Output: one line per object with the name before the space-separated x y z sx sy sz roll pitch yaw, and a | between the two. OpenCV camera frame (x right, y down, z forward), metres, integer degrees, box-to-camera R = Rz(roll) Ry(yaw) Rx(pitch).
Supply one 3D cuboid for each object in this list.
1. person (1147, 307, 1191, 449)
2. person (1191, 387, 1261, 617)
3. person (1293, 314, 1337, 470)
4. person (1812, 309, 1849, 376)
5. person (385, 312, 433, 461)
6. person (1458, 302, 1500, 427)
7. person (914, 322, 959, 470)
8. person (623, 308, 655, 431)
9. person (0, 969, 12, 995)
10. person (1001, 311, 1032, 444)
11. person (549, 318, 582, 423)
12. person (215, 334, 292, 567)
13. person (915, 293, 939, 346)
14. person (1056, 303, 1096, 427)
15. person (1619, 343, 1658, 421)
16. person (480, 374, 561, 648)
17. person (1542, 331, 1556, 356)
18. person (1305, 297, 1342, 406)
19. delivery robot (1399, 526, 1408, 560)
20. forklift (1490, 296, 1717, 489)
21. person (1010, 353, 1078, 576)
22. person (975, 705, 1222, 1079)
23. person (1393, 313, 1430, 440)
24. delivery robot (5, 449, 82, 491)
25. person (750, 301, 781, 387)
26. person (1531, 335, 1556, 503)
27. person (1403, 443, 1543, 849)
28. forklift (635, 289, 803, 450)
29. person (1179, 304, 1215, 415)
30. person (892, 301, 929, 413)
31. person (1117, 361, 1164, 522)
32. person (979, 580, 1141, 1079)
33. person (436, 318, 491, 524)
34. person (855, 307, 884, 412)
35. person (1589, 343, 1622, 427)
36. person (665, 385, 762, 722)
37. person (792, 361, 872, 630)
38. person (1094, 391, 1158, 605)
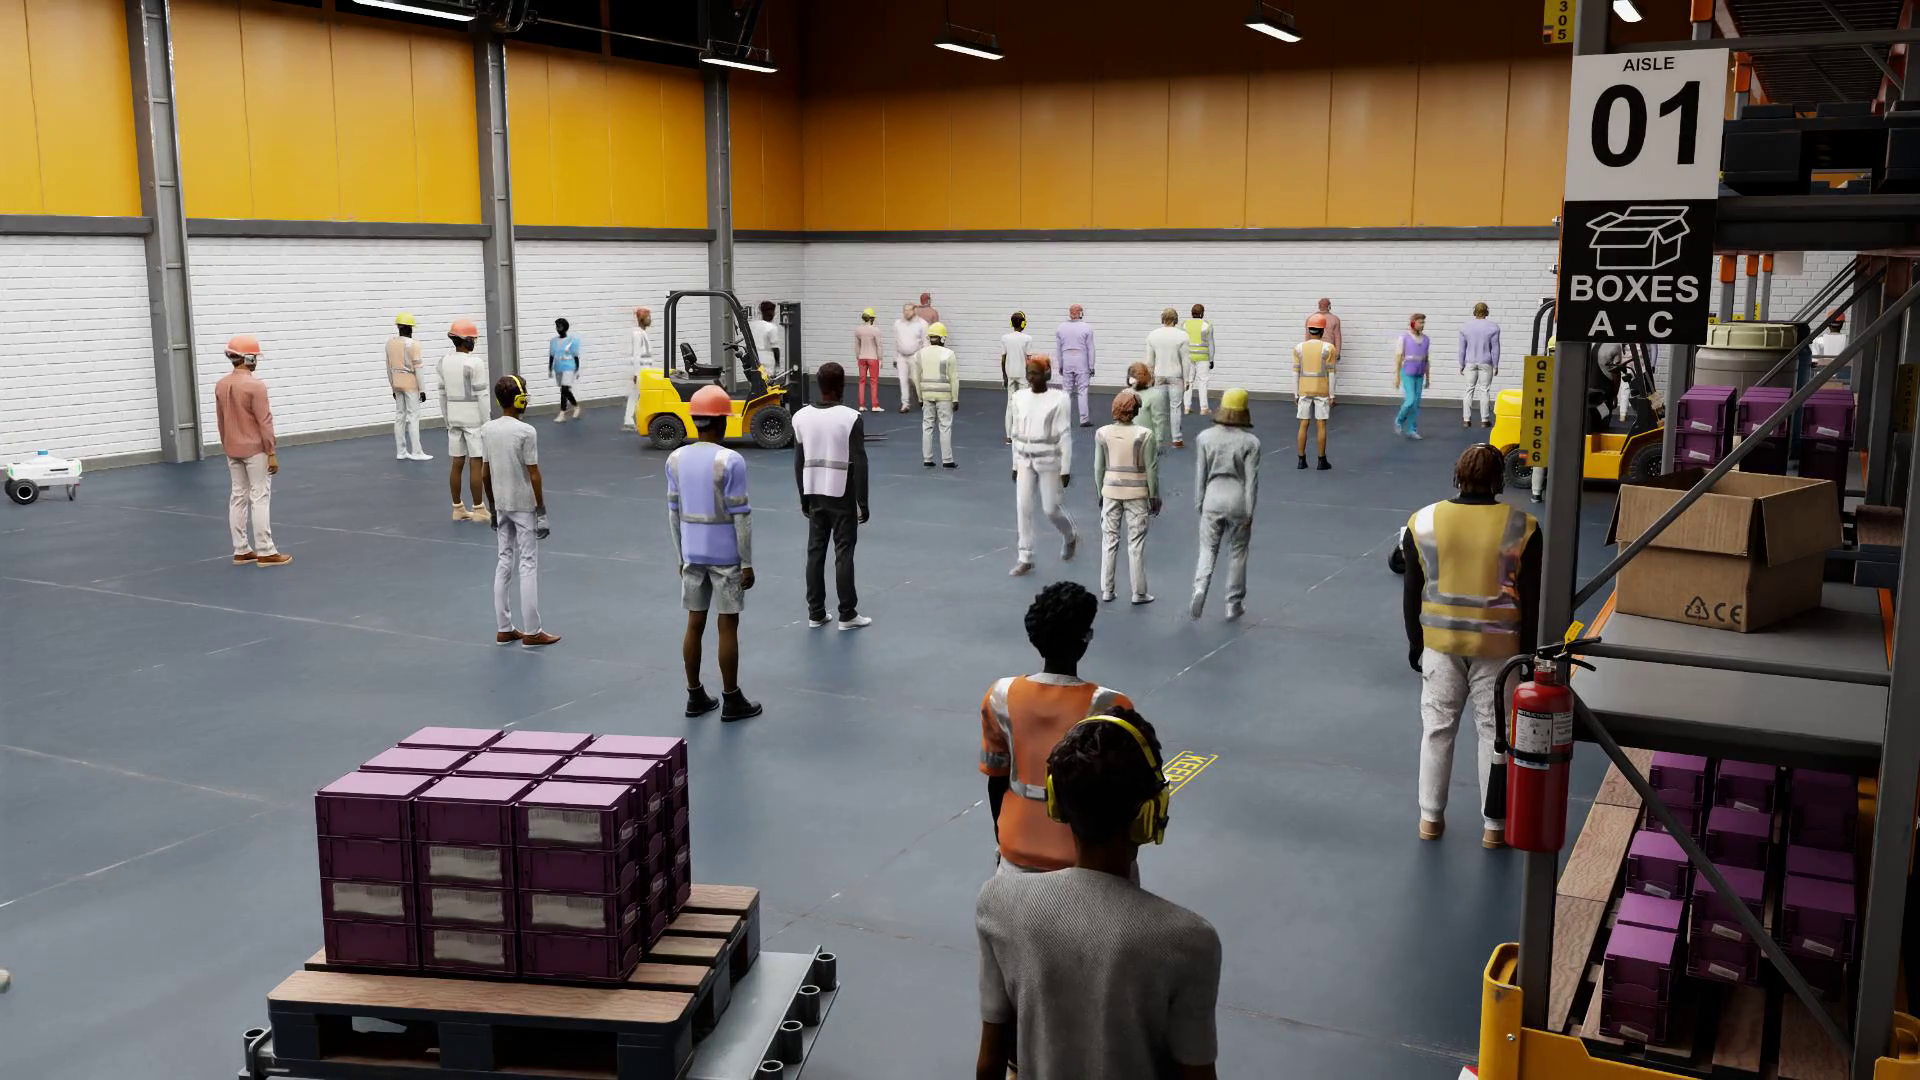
person | 2.879 -2.225 22.910 0.632 1.940 0.372 5 11 27
person | 1.931 -0.255 12.116 0.493 1.721 0.623 4 11 23
person | 4.402 -1.833 20.641 0.544 1.939 0.354 5 11 27
person | 11.769 -2.146 22.454 0.544 1.938 0.355 5 11 27
person | -7.161 -1.987 21.562 0.587 1.928 0.364 5 11 27
person | 8.006 -2.702 25.670 0.632 1.940 0.372 5 11 27
person | -0.267 -1.780 20.640 0.589 1.833 0.404 5 11 27
person | -4.682 -2.562 25.116 0.935 1.840 0.599 -1 10 -8
person | -3.663 0.777 5.415 0.629 1.995 1.063 3 10 19
person | 0.827 -2.273 23.383 0.511 1.872 0.328 5 11 27
person | -6.317 -2.740 26.682 0.538 1.665 0.822 4 11 22
person | -6.094 -0.763 14.278 0.611 1.995 0.376 5 11 27
person | -0.660 -3.889 32.635 0.643 1.908 0.410 5 11 27
person | 1.809 -2.702 25.761 0.643 1.908 0.411 5 11 27
person | 10.789 -2.803 26.536 0.627 1.844 0.429 5 11 27
person | -3.020 -0.198 11.369 0.511 1.872 0.328 5 11 27
person | 8.504 -2.315 23.458 0.587 1.928 0.362 5 11 27
person | 6.383 -3.295 29.196 0.643 1.909 0.410 5 11 27
delivery robot | 4.006 -0.022 13.886 0.707 0.478 0.477 -7 12 -35
forklift | 7.296 -1.677 18.993 2.313 2.155 1.214 5 11 27
person | 0.718 -0.647 14.026 0.588 1.864 0.779 7 12 34
person | 0.275 1.228 3.131 0.511 1.868 0.328 5 11 27
person | 6.516 -2.349 23.931 0.602 1.828 0.444 -5 11 -29
delivery robot | -9.938 -0.742 18.052 0.707 0.478 0.477 -7 12 -35
person | -3.068 -2.740 25.923 0.656 1.943 0.459 7 12 33
person | 6.374 -1.295 17.828 0.589 1.833 0.404 5 11 27
person | 2.322 0.478 7.540 0.627 1.844 0.429 5 11 27
forklift | -3.358 -2.392 23.136 2.313 2.155 1.214 -1 10 -5
person | 3.953 -3.008 27.721 0.627 1.844 0.429 5 11 27
person | -0.820 -3.089 28.055 0.650 1.886 0.657 4 10 20
person | 1.793 -0.966 16.547 0.360 1.623 0.506 -9 13 -41
person | 0.317 0.964 5.138 0.534 1.699 0.318 5 11 27
person | -4.893 -1.177 16.537 0.608 2.044 0.370 5 11 27
person | -1.531 -3.042 28.142 0.526 1.768 0.313 5 11 27
person | 7.628 -1.791 20.098 0.684 2.000 0.538 5 11 27
person | -1.412 0.080 9.567 0.544 1.938 0.355 5 11 27
person | -0.918 -0.299 11.885 0.593 1.895 0.391 5 11 27
person | 1.270 -0.320 12.741 0.513 1.641 0.307 5 11 27
